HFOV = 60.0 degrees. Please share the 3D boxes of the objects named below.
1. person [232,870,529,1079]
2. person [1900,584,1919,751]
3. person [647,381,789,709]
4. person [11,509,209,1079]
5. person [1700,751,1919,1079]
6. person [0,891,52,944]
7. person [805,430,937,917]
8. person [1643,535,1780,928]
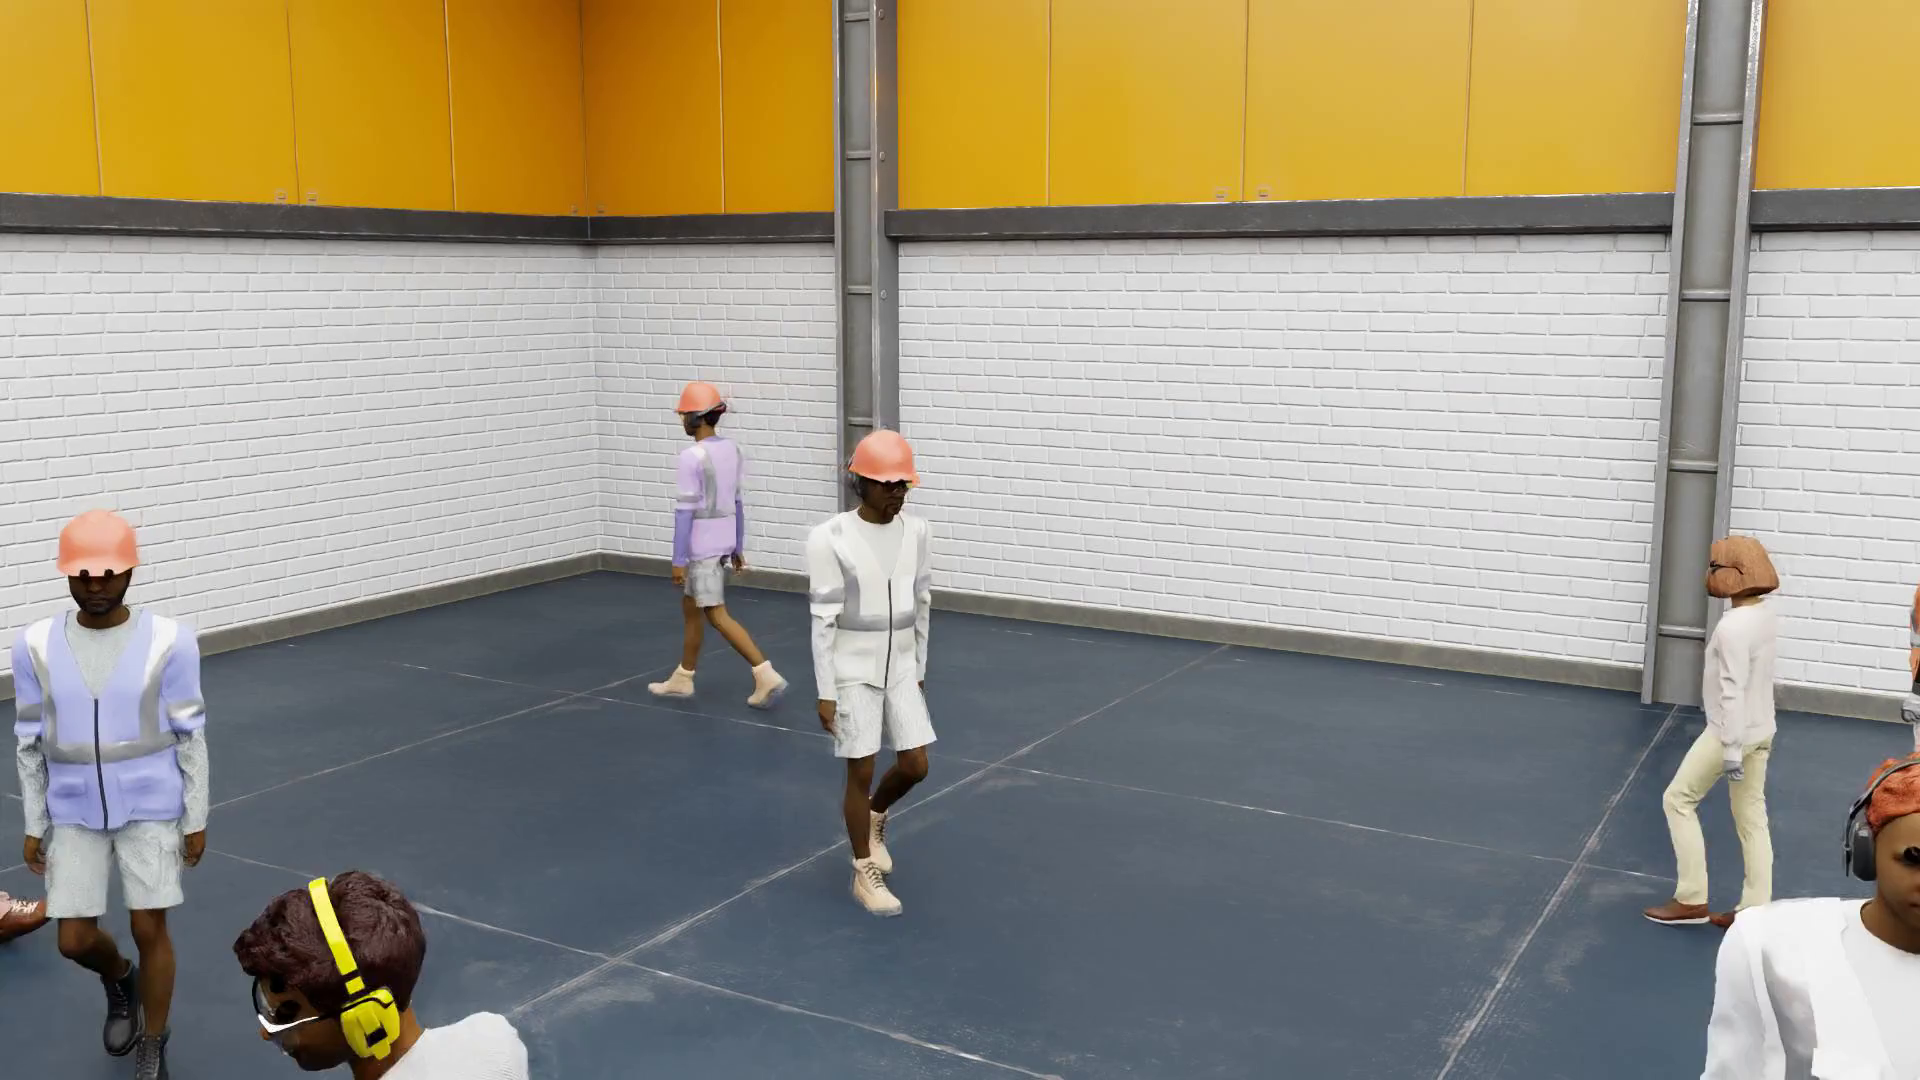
[{"bbox_3d":[-0.721,1.350,2.441,0.516,1.831,0.540,1,9,7],"label":"person"},{"bbox_3d":[4.310,0.649,7.241,0.530,1.697,0.321,-5,10,-28],"label":"person"},{"bbox_3d":[-1.484,0.034,10.138,0.983,2.009,0.621,3,10,20],"label":"person"},{"bbox_3d":[-2.679,0.845,5.300,0.564,1.925,0.525,-2,9,-14],"label":"person"},{"bbox_3d":[1.555,1.271,2.812,0.615,1.868,0.453,3,10,19],"label":"person"},{"bbox_3d":[-4.073,0.690,6.478,0.996,1.850,0.677,-2,9,-11],"label":"person"},{"bbox_3d":[-0.362,0.542,6.897,0.605,2.020,0.529,-6,11,-31],"label":"person"},{"bbox_3d":[3.043,0.780,6.688,0.507,1.616,0.576,-8,12,-42],"label":"person"}]
